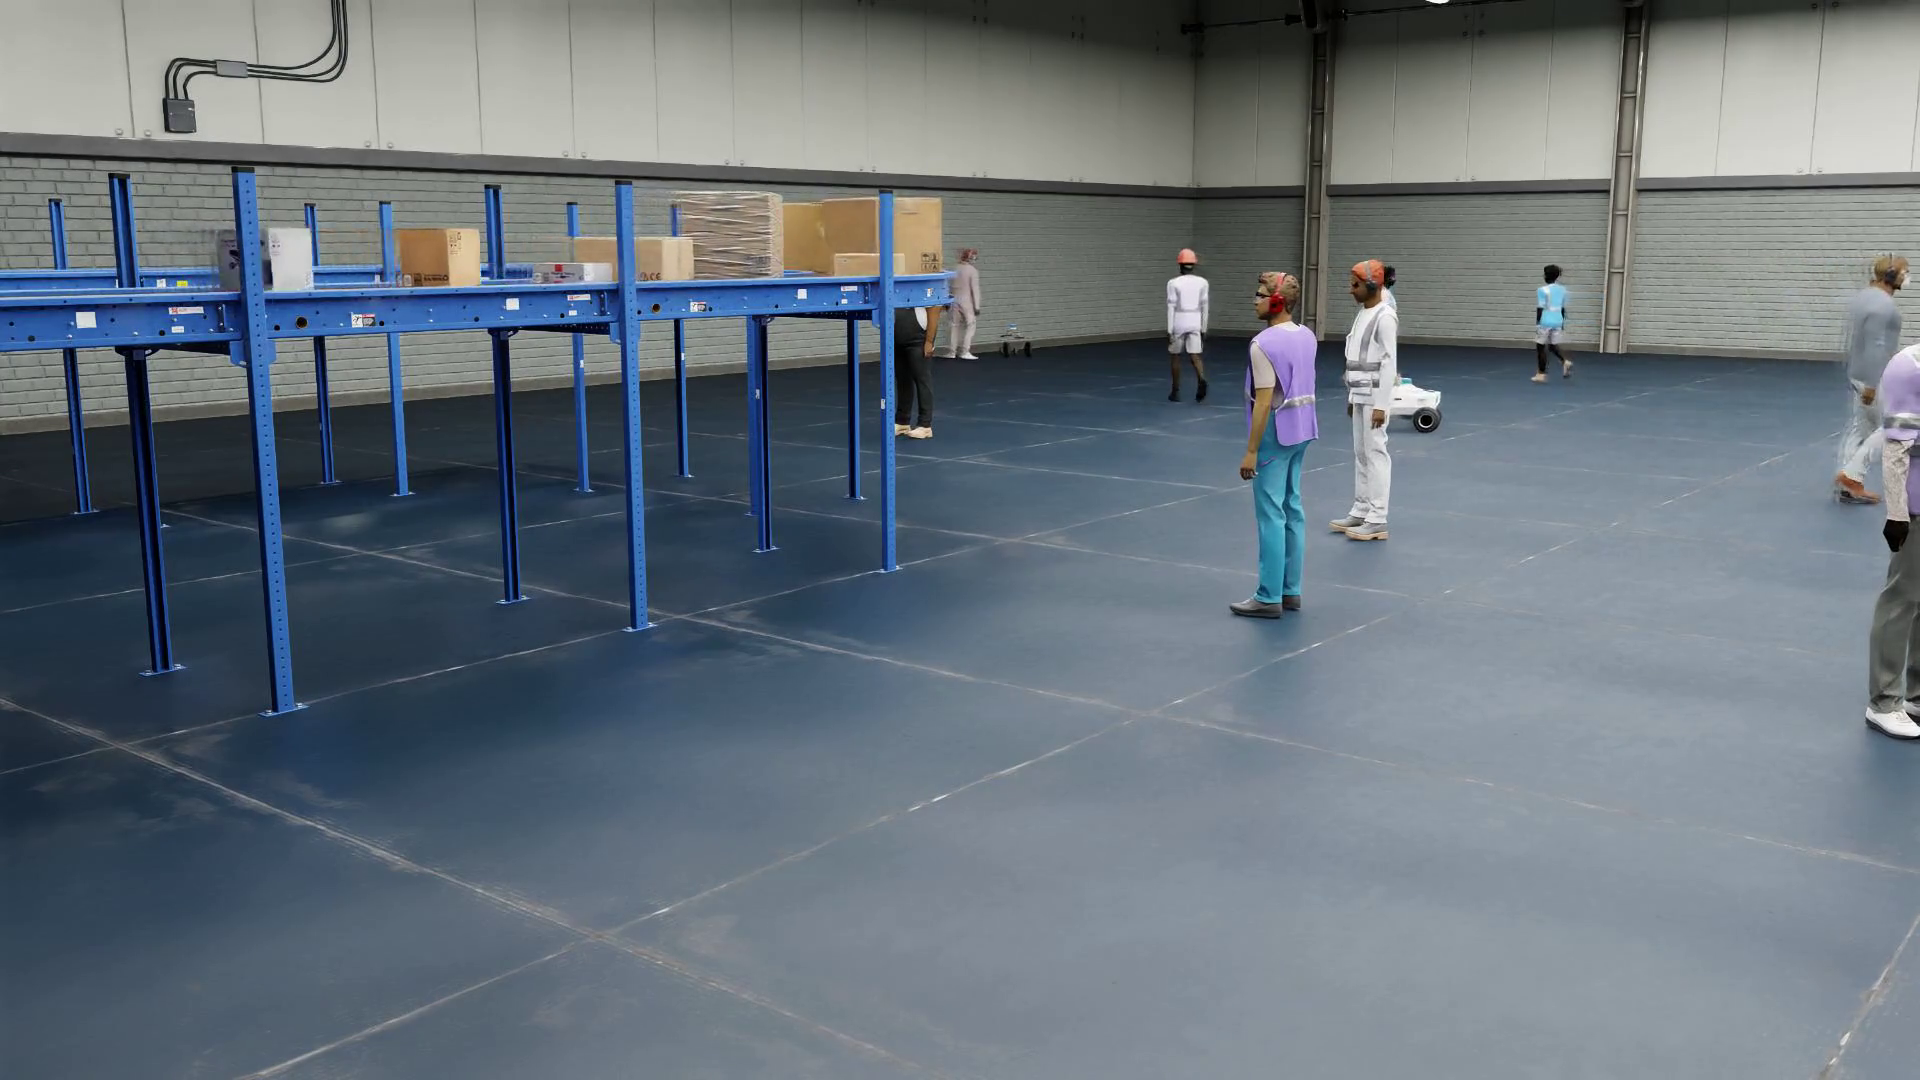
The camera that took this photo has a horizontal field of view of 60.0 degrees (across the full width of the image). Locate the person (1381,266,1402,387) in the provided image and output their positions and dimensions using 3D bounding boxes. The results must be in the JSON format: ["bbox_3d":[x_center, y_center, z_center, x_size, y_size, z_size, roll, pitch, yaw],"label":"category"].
[{"bbox_3d":[5.800,-2.948,22.984,0.844,1.667,0.532,4,11,21],"label":"person"}]

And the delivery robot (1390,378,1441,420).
[{"bbox_3d":[4.783,-1.494,17.850,0.707,0.478,0.477,4,11,18],"label":"delivery robot"}]

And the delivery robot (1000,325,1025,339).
[{"bbox_3d":[0.938,-3.664,29.157,0.335,0.223,0.698,-3,11,-18],"label":"delivery robot"}]

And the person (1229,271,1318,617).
[{"bbox_3d":[1.720,-0.515,8.982,0.389,1.850,0.565,8,13,37],"label":"person"}]

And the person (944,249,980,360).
[{"bbox_3d":[0.045,-3.997,28.250,0.792,1.867,0.395,10,14,43],"label":"person"}]

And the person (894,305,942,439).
[{"bbox_3d":[-0.529,-2.054,17.096,0.536,2.000,0.682,-8,13,-39],"label":"person"}]

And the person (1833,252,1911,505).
[{"bbox_3d":[6.998,-1.216,12.681,0.439,1.924,0.637,4,11,19],"label":"person"}]

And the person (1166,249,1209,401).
[{"bbox_3d":[2.863,-2.673,20.798,0.550,1.916,0.805,-2,10,-12],"label":"person"}]

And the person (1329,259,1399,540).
[{"bbox_3d":[2.779,-0.955,11.316,0.358,1.886,0.572,-1,10,-4],"label":"person"}]

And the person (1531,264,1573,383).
[{"bbox_3d":[8.403,-3.060,23.558,0.537,1.682,0.541,-5,11,-27],"label":"person"}]

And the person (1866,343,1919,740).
[{"bbox_3d":[4.004,-0.162,6.801,0.587,1.930,0.359,-4,11,-23],"label":"person"}]
